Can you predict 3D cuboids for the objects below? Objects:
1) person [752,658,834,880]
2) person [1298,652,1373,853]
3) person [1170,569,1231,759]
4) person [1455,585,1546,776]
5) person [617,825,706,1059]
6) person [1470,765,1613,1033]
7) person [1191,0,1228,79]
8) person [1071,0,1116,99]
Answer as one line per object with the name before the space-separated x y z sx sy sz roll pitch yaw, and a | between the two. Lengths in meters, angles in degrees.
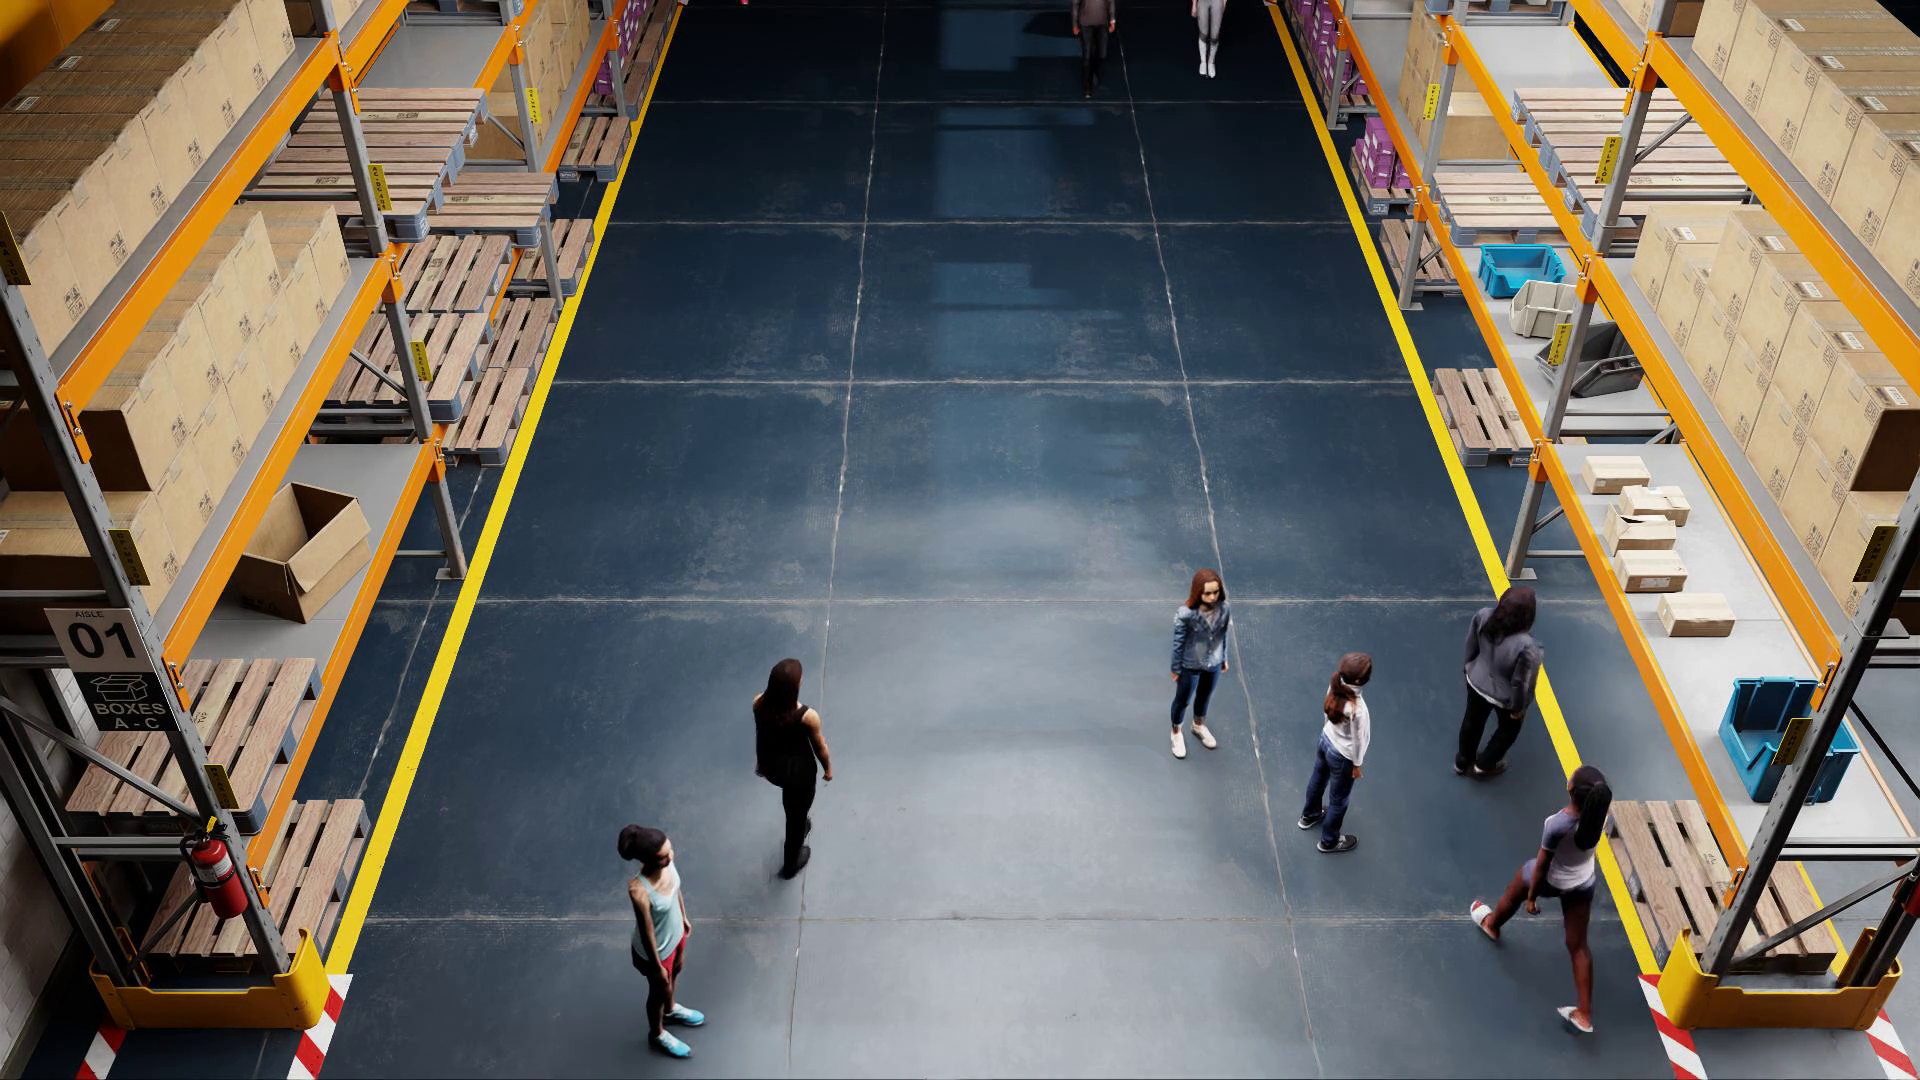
person | -1.061 1.428 9.990 0.741 1.674 0.806 16 41 19
person | 2.333 1.286 10.260 0.665 1.559 0.570 -15 41 -18
person | 1.573 0.790 10.947 0.634 1.477 0.619 -14 41 -17
person | 3.427 0.949 10.656 0.886 1.592 0.793 -26 45 -29
person | -1.618 2.157 9.007 0.669 1.763 0.544 9 39 11
person | 3.412 1.994 9.285 0.906 1.669 1.344 -14 41 -16
person | 2.962 -6.378 19.753 0.610 1.689 0.646 5 39 7
person | 1.547 -6.038 19.273 0.716 1.757 0.676 0 39 0
